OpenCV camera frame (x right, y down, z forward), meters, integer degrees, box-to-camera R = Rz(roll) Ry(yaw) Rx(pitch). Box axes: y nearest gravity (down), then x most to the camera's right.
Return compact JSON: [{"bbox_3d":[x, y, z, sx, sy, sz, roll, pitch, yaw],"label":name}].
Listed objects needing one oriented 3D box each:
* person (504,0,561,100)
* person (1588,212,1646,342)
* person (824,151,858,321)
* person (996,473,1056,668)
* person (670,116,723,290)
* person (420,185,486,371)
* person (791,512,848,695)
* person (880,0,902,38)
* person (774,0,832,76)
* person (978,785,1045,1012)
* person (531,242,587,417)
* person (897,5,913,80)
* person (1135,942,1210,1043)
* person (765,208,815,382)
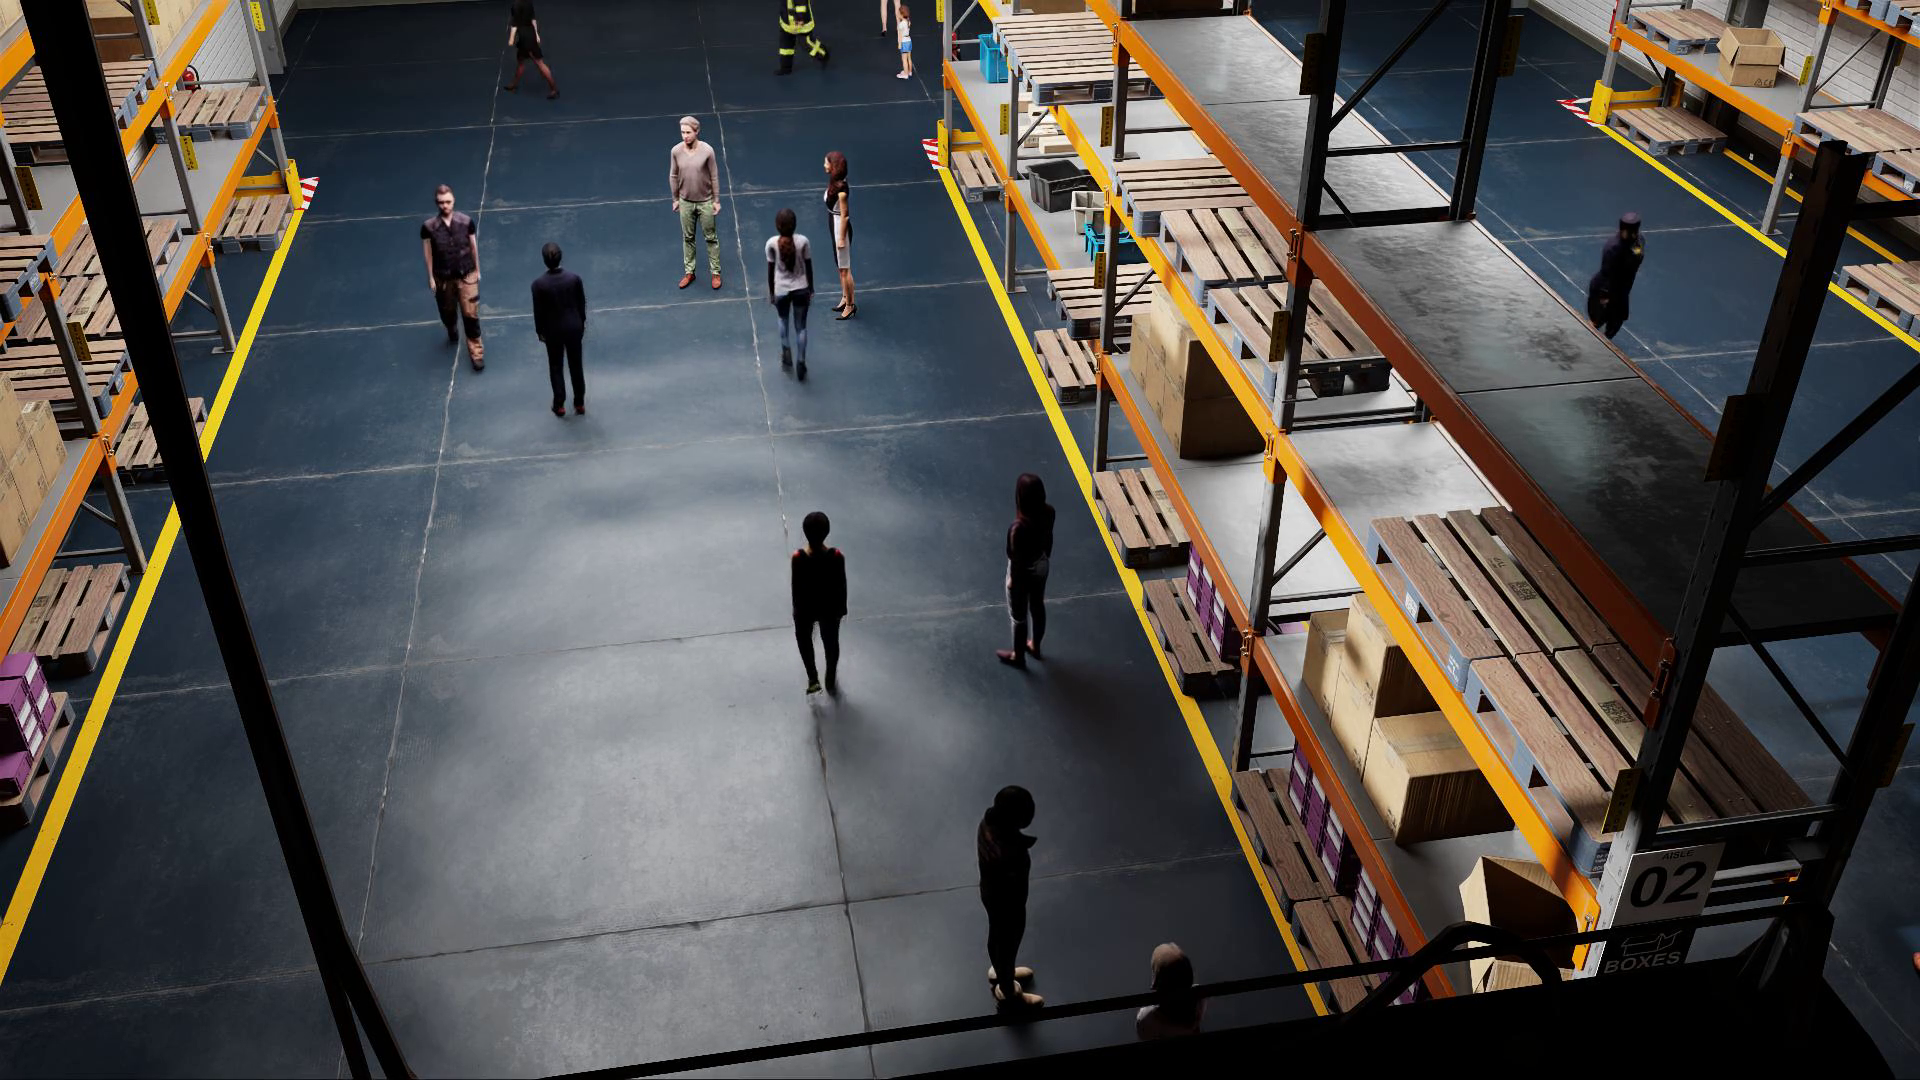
[{"bbox_3d":[-5.849,-6.844,22.814,0.899,1.658,1.096,5,34,8],"label":"person"},{"bbox_3d":[6.337,-2.469,16.253,0.799,1.634,0.796,-22,40,-30],"label":"person"},{"bbox_3d":[-1.230,-3.132,17.106,0.642,1.795,0.419,-6,34,-9],"label":"person"},{"bbox_3d":[0.492,0.220,12.231,0.734,1.609,0.690,26,41,33],"label":"person"},{"bbox_3d":[-2.808,-3.612,17.759,0.746,1.872,0.685,3,34,4],"label":"person"},{"bbox_3d":[-4.968,-2.620,16.317,0.780,1.815,1.101,-11,35,-16],"label":"person"},{"bbox_3d":[-1.011,0.501,11.869,0.582,1.542,0.703,-4,34,-5],"label":"person"},{"bbox_3d":[-1.076,-8.601,25.302,0.608,1.829,0.523,-2,34,-4],"label":"person"},{"bbox_3d":[-2.264,-7.573,23.757,1.052,1.828,1.151,-19,38,-26],"label":"person"},{"bbox_3d":[0.240,2.047,9.436,0.660,1.660,0.589,8,35,12],"label":"person"},{"bbox_3d":[-3.642,-1.929,15.361,0.715,1.723,0.690,-14,36,-20],"label":"person"},{"bbox_3d":[-0.790,-7.151,23.852,0.534,1.019,0.454,13,36,19],"label":"person"},{"bbox_3d":[1.090,2.721,8.357,0.751,1.732,0.999,-16,37,-23],"label":"person"},{"bbox_3d":[-1.611,-2.336,15.990,0.620,1.704,0.701,-2,34,-3],"label":"person"}]
